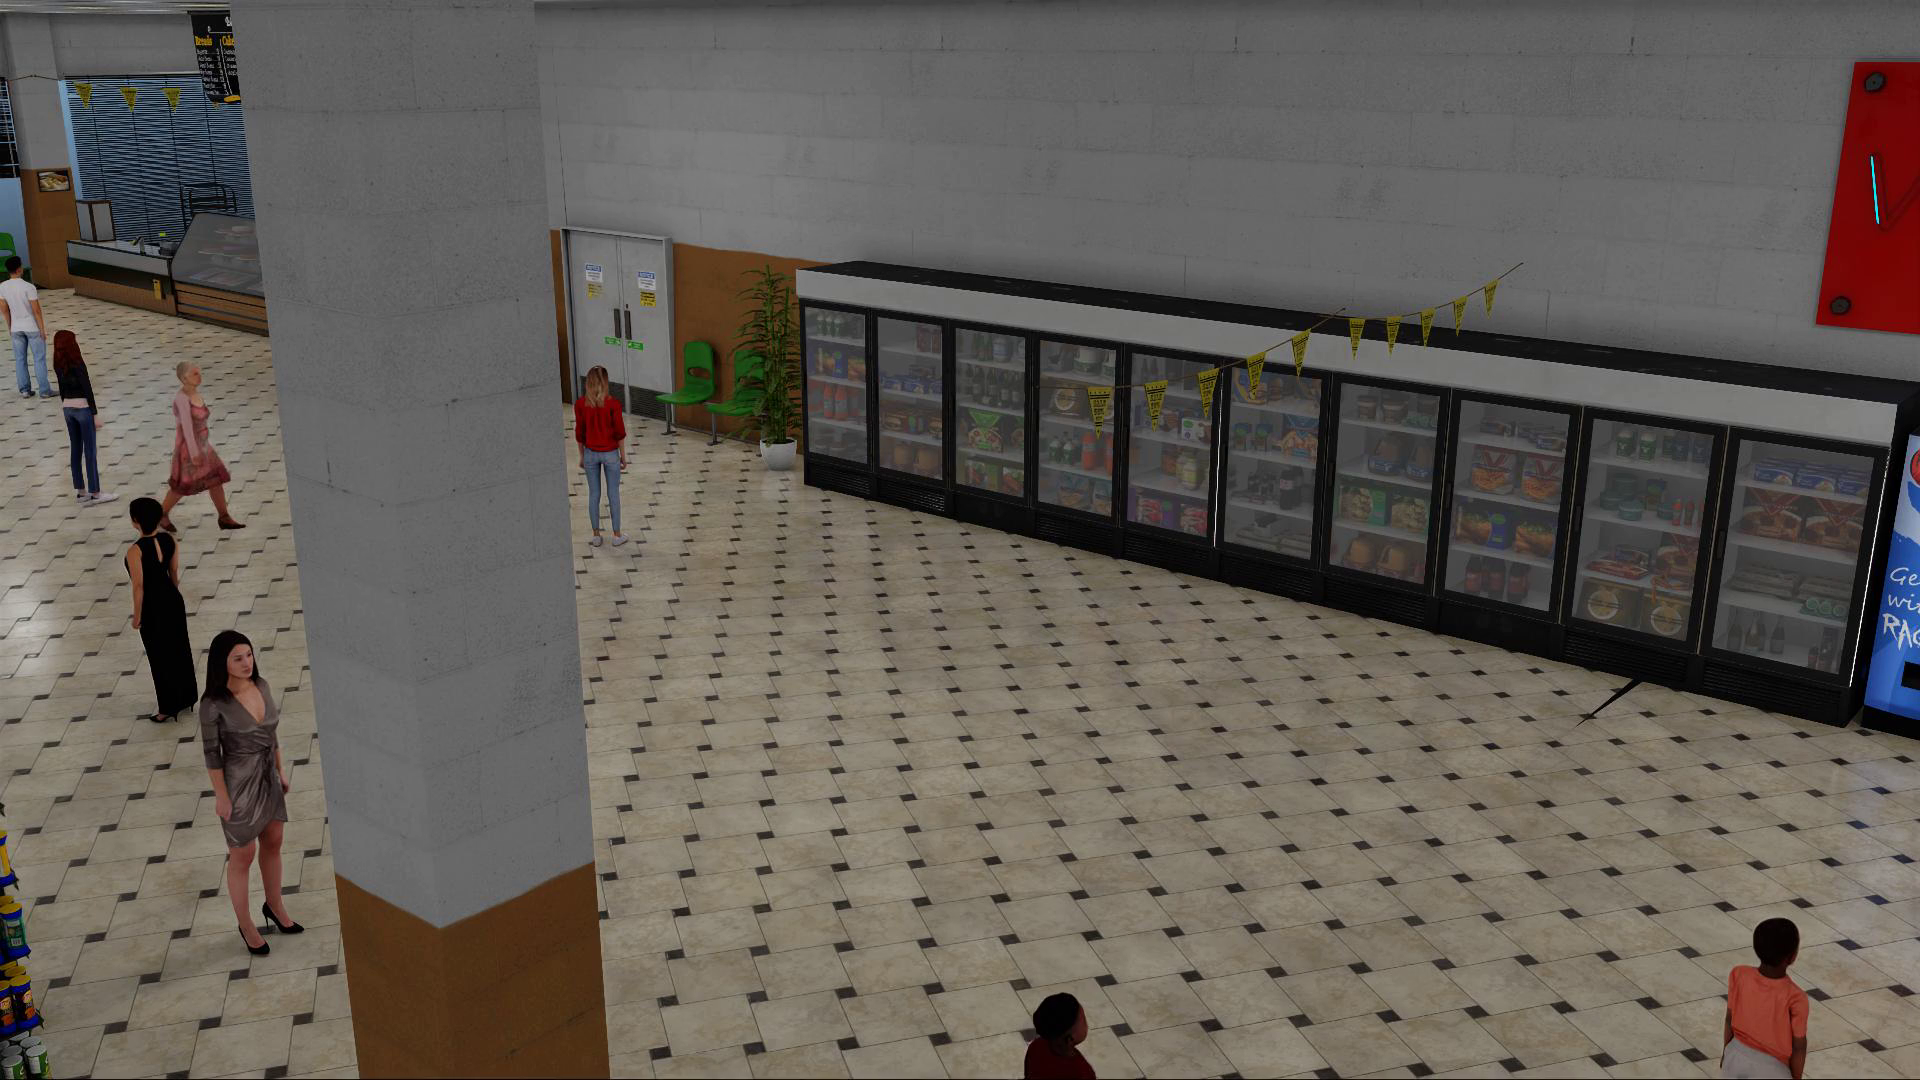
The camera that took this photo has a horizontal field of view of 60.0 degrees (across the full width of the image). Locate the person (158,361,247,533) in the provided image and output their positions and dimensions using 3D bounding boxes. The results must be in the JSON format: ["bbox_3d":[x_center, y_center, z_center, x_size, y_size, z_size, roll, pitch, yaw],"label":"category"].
[{"bbox_3d":[-7.379,-0.846,15.803,1.097,1.654,1.044,-1,17,-2],"label":"person"}]

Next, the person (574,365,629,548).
[{"bbox_3d":[-3.344,-0.783,15.509,0.684,1.703,0.716,0,17,1],"label":"person"}]

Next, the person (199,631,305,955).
[{"bbox_3d":[-3.680,1.289,8.611,0.706,1.746,0.542,7,18,22],"label":"person"}]

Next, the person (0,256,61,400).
[{"bbox_3d":[-12.258,-2.785,21.820,0.758,1.867,0.784,1,17,3],"label":"person"}]

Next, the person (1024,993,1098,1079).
[{"bbox_3d":[0.314,2.286,6.220,0.927,1.227,0.694,-10,19,-29],"label":"person"}]

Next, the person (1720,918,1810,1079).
[{"bbox_3d":[3.203,2.107,6.667,0.532,1.311,0.524,-12,21,-35],"label":"person"}]

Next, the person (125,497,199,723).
[{"bbox_3d":[-5.542,0.478,11.526,0.704,1.604,0.571,5,18,16],"label":"person"}]

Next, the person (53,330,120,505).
[{"bbox_3d":[-8.959,-1.256,16.924,0.621,1.787,0.617,8,19,25],"label":"person"}]
